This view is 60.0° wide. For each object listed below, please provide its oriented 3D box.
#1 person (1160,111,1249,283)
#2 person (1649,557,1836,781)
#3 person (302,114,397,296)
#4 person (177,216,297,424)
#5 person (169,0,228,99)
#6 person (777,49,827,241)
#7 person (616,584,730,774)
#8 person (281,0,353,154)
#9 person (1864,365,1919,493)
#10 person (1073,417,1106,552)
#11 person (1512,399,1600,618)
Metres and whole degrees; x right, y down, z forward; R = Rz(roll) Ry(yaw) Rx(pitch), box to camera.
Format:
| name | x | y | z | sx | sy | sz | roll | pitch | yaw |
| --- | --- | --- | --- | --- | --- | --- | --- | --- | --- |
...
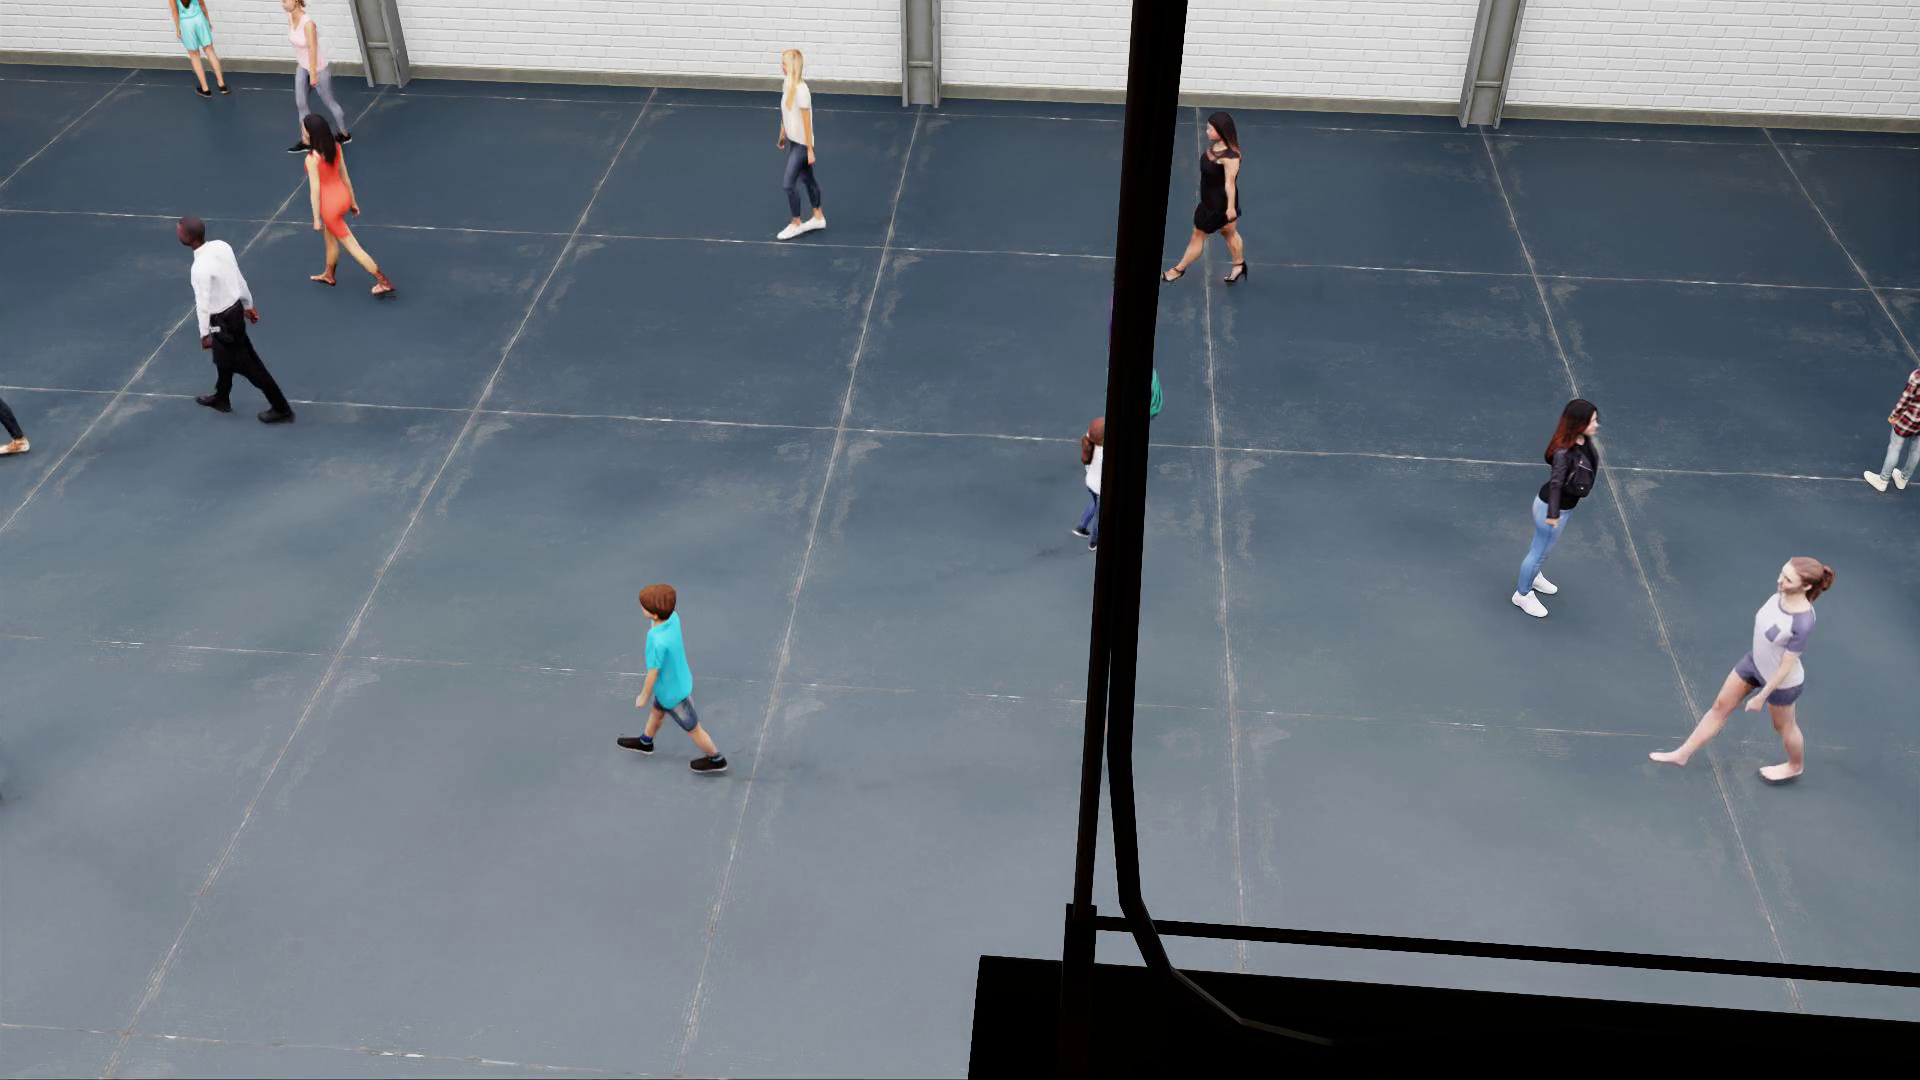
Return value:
| name | x | y | z | sx | sy | sz | roll | pitch | yaw |
| --- | --- | --- | --- | --- | --- | --- | --- | --- | --- |
| person | 2.364 | -2.938 | 14.561 | 1.070 | 1.669 | 0.754 | 0 | 39 | 0 |
| person | 4.883 | 0.812 | 9.832 | 1.155 | 1.709 | 0.615 | 1 | 39 | 1 |
| person | -5.363 | -2.857 | 14.454 | 1.150 | 1.676 | 0.734 | 10 | 40 | 12 |
| person | -5.557 | -1.663 | 12.851 | 1.049 | 1.810 | 0.694 | 2 | 39 | 2 |
| person | -8.280 | -5.563 | 17.936 | 0.639 | 1.558 | 0.694 | -29 | 47 | -32 |
| person | -1.387 | -3.667 | 15.371 | 0.876 | 1.796 | 0.804 | -14 | 41 | -16 |
| person | -1.670 | 0.871 | 9.998 | 0.946 | 1.411 | 0.562 | 1 | 39 | 1 |
| person | -6.481 | -4.791 | 16.853 | 0.934 | 1.704 | 0.919 | 26 | 46 | 29 |
| person | 7.102 | -0.929 | 12.335 | 0.480 | 1.307 | 0.613 | -2 | 39 | -2 |
| person | 0.949 | -0.394 | 11.829 | 0.584 | 1.102 | 0.533 | -15 | 41 | -18 |
| person | 4.026 | -0.244 | 11.216 | 0.706 | 1.632 | 0.710 | 21 | 43 | 24 |
